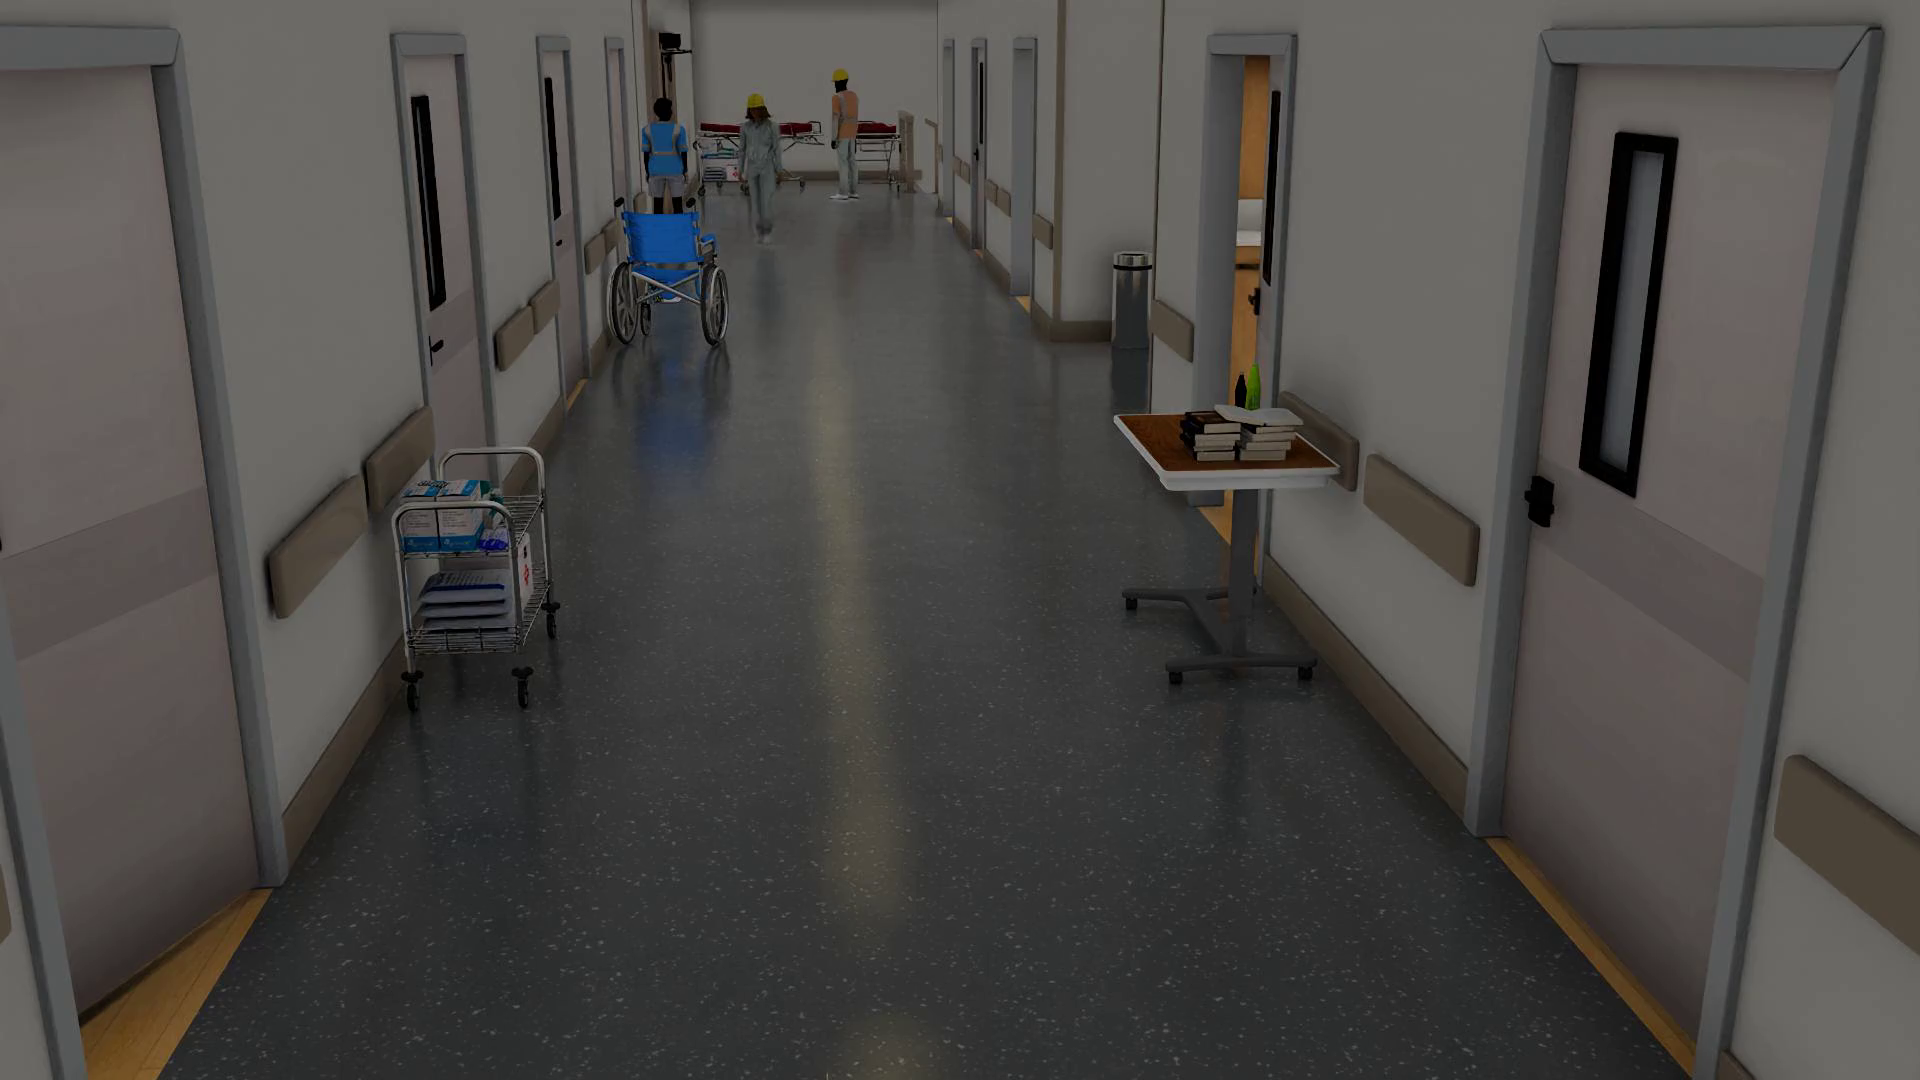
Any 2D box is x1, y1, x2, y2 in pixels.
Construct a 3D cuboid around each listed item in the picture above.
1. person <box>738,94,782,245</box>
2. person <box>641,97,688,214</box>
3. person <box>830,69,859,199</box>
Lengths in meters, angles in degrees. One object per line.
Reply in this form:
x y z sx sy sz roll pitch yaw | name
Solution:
-2.360 -4.313 19.404 0.502 1.722 0.602 4 17 13 | person
-3.387 -4.233 19.183 0.538 1.698 0.320 0 17 1 | person
-1.755 -6.111 25.088 0.398 1.920 0.586 10 20 31 | person
